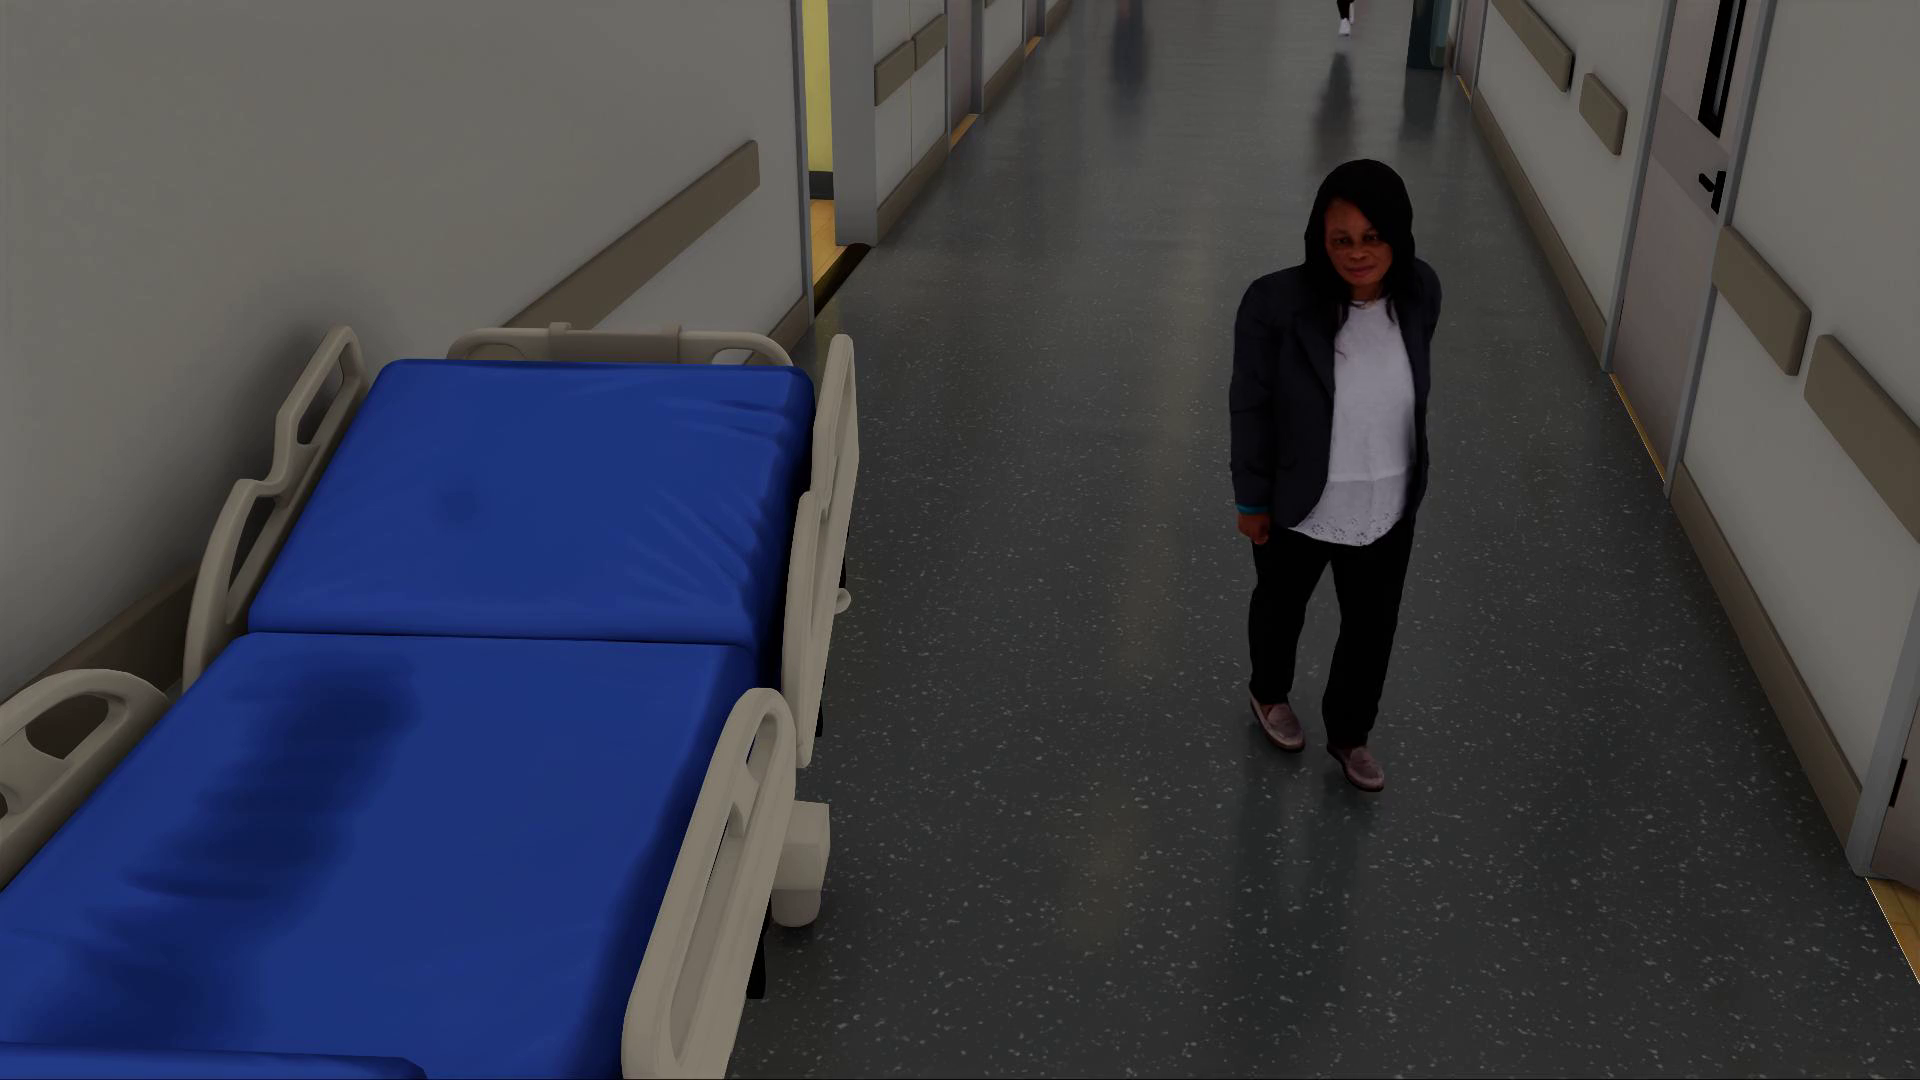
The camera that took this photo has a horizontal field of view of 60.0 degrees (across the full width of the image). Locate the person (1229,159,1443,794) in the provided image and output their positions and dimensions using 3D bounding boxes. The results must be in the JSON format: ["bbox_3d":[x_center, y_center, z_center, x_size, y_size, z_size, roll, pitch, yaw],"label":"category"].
[{"bbox_3d":[0.896,-0.160,4.084,0.808,1.571,0.860,-8,27,-15],"label":"person"}]
